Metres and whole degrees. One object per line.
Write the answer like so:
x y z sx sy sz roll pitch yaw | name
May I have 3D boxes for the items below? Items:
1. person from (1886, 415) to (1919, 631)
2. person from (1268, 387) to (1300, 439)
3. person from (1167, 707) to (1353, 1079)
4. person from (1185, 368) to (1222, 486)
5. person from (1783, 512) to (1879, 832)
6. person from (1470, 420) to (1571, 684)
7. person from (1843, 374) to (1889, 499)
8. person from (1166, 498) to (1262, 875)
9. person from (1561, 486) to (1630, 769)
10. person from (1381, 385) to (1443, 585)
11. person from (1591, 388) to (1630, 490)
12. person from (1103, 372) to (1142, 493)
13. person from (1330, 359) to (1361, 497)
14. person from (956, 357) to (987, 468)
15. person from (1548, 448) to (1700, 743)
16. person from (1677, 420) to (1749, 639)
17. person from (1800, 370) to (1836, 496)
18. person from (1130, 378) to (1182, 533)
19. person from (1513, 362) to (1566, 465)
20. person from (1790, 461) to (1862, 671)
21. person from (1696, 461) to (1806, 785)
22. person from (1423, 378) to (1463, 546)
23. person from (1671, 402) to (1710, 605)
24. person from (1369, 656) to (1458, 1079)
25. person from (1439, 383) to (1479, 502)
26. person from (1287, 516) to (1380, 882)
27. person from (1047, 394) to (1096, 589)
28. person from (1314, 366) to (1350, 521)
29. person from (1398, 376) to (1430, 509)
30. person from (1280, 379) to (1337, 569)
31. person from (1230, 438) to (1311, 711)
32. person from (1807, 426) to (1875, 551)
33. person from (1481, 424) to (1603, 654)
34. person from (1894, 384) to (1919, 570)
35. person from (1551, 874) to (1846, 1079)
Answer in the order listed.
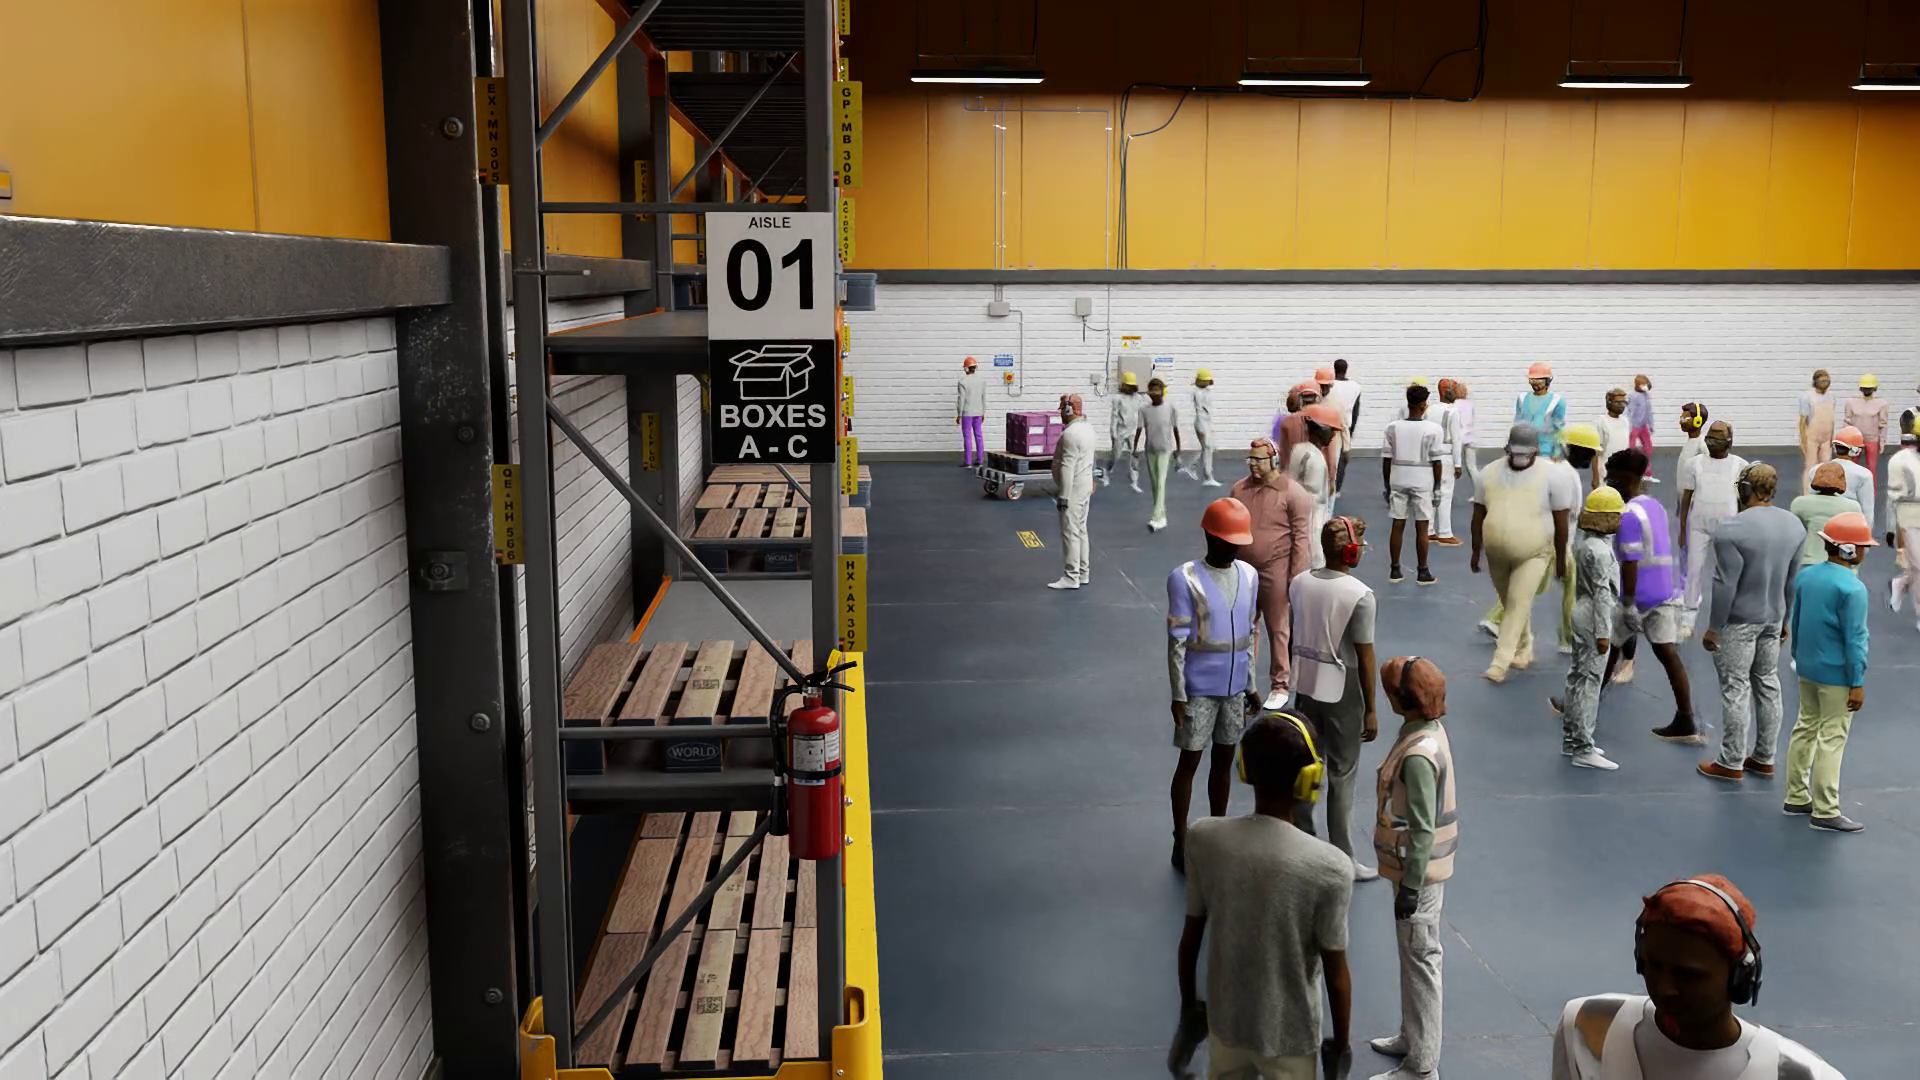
8.203 -0.173 14.248 0.617 1.895 0.750 0 9 2 | person
4.328 -1.216 21.779 0.903 1.578 0.531 -8 12 -43 | person
0.831 1.379 4.603 0.547 1.868 0.310 6 11 33 | person
3.542 -1.635 24.007 0.507 1.713 0.515 5 10 26 | person
4.808 0.711 9.147 0.339 1.749 0.573 -1 9 -4 | person
4.194 0.028 12.539 0.689 2.000 1.011 8 12 43 | person
11.784 -1.284 21.674 0.525 1.761 0.345 7 12 38 | person
1.305 0.737 8.439 0.543 1.928 0.374 -5 10 -28 | person
3.943 0.533 10.300 0.295 1.744 0.491 1 9 7 | person
4.440 -0.539 16.336 0.608 1.965 0.369 6 11 34 | person
6.920 -0.696 17.695 0.520 1.844 0.331 -5 10 -29 | person
2.299 -1.539 23.432 0.484 1.701 0.820 -4 10 -21 | person
5.187 -1.544 22.880 0.618 1.888 0.564 0 9 -1 | person
0.162 -2.020 26.298 0.573 1.749 0.342 -7 11 -38 | person
4.438 0.351 10.940 0.609 1.896 1.014 -8 12 -41 | person
6.241 -0.073 13.796 0.513 1.842 0.334 4 10 26 | person
11.011 -1.269 21.375 0.540 1.833 0.433 -2 9 -13 | person
2.303 -0.998 19.672 0.559 1.813 0.977 4 10 22 | person
6.643 -1.032 19.187 0.605 2.045 0.379 9 12 43 | person
6.566 0.210 12.670 0.507 1.631 0.266 7 11 36 | person
4.718 0.492 9.944 0.638 1.938 0.357 -3 10 -20 | person
5.429 -0.877 18.711 0.354 1.886 0.572 -4 10 -25 | person
6.727 -0.335 15.351 0.329 1.873 0.515 1 9 5 | person
1.692 1.237 6.215 0.310 1.636 0.523 3 9 16 | person
6.747 -1.310 22.359 0.565 1.580 0.874 -4 10 -25 | person
1.860 0.797 8.332 0.384 1.842 0.569 -6 11 -31 | person
1.087 -0.472 16.158 0.401 1.894 0.654 3 10 20 | person
4.312 -1.090 19.786 0.637 1.963 0.452 3 9 17 | person
5.956 -1.261 21.639 0.834 1.704 0.608 -4 10 -25 | person
3.599 -0.669 17.165 0.650 1.960 0.713 5 10 29 | person
2.112 0.232 11.678 0.655 1.906 0.407 9 12 43 | person
7.531 -0.097 14.223 0.329 1.751 0.571 -6 11 -33 | person
4.699 -0.015 13.365 0.903 1.876 0.609 3 10 19 | person
9.947 -0.703 17.124 0.608 2.044 0.371 -3 10 -19 | person
1.428 1.572 3.333 0.584 1.882 0.337 7 12 39 | person
